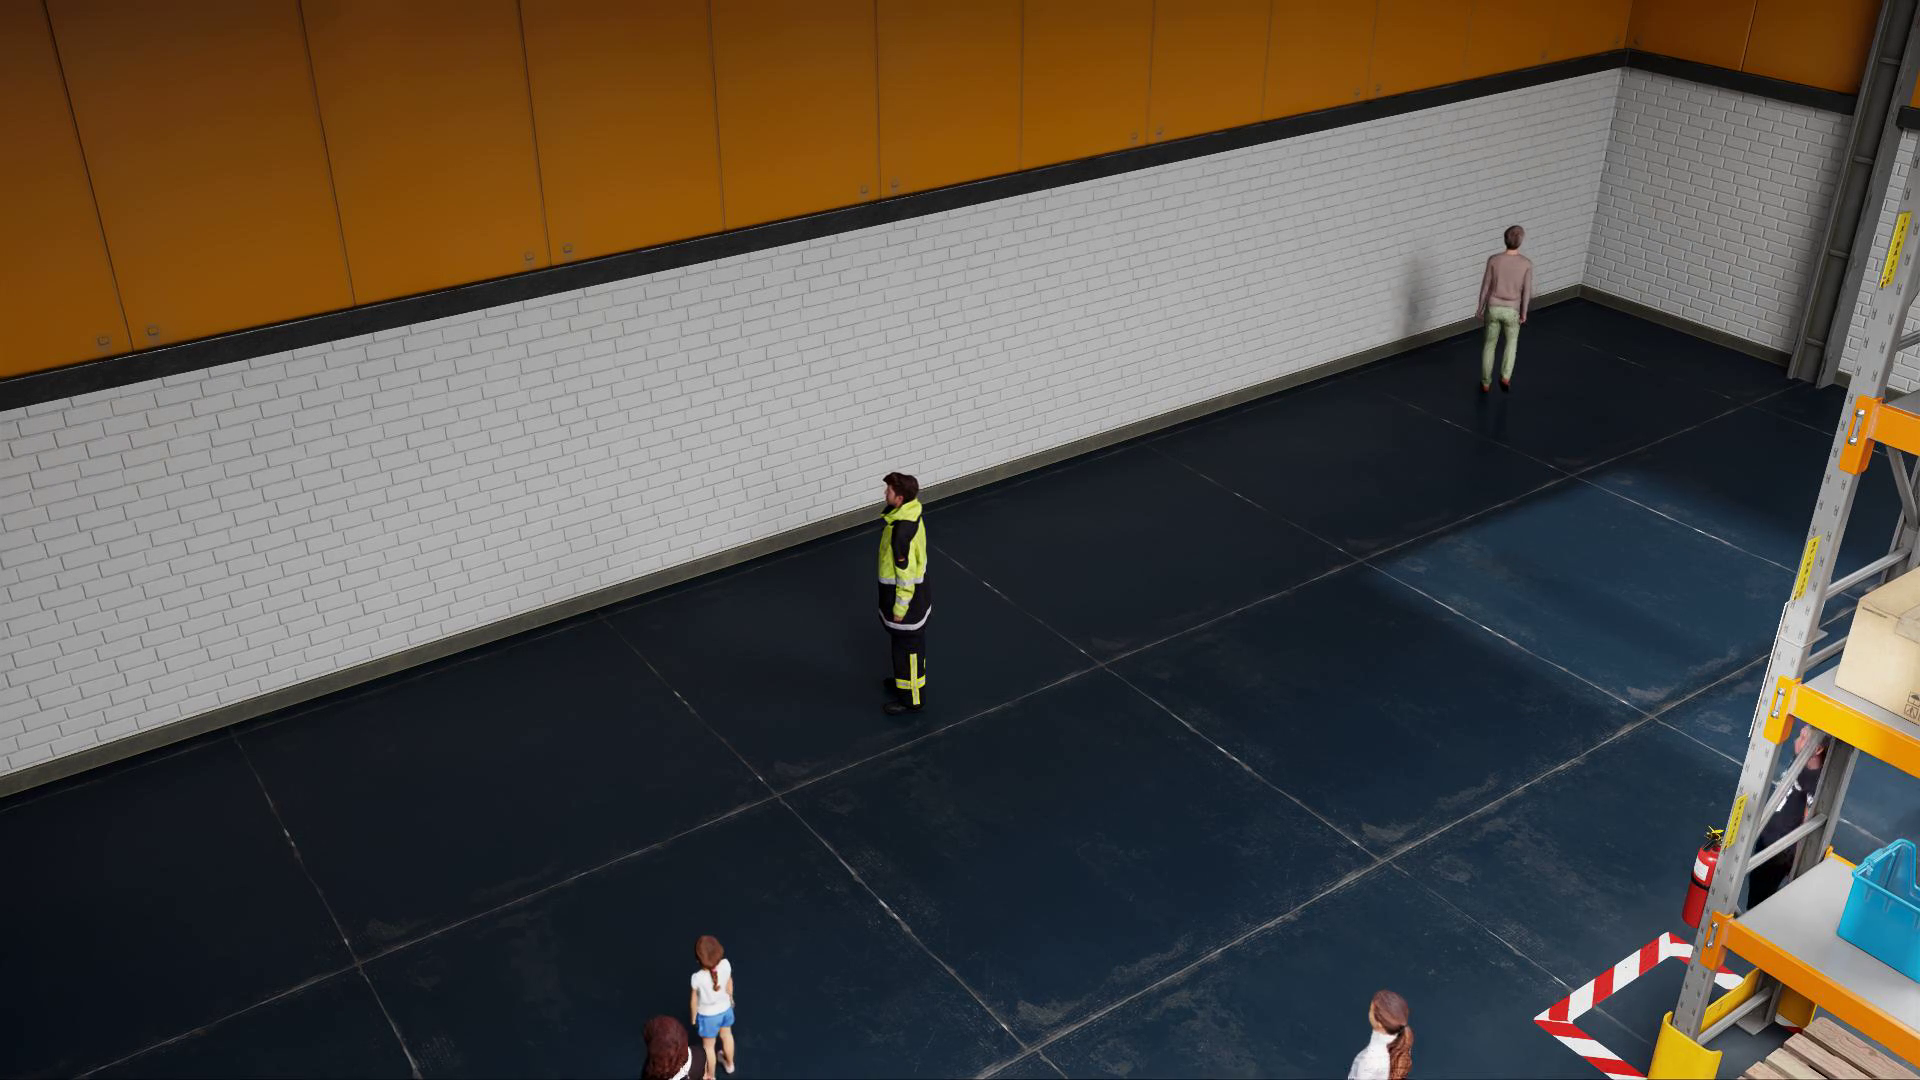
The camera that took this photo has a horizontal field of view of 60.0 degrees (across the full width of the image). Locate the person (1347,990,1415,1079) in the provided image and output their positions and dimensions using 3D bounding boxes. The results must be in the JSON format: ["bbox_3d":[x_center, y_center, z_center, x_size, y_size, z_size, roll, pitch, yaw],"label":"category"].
[{"bbox_3d":[2.109,2.917,8.319,0.606,1.542,0.873,-24,37,-37],"label":"person"}]

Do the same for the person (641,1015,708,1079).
[{"bbox_3d":[-1.350,2.959,7.976,0.641,1.796,0.657,20,35,32],"label":"person"}]

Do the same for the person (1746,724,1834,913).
[{"bbox_3d":[5.098,1.841,10.112,1.000,1.714,0.927,6,29,11],"label":"person"}]

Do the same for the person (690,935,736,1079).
[{"bbox_3d":[-1.392,2.637,9.378,0.433,1.020,0.443,-23,36,-35],"label":"person"}]

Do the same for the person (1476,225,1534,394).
[{"bbox_3d":[5.783,-2.399,17.733,0.902,1.859,0.957,7,29,12],"label":"person"}]

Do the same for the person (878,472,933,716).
[{"bbox_3d":[-0.411,0.384,12.503,0.930,1.983,0.818,0,29,0],"label":"person"}]
